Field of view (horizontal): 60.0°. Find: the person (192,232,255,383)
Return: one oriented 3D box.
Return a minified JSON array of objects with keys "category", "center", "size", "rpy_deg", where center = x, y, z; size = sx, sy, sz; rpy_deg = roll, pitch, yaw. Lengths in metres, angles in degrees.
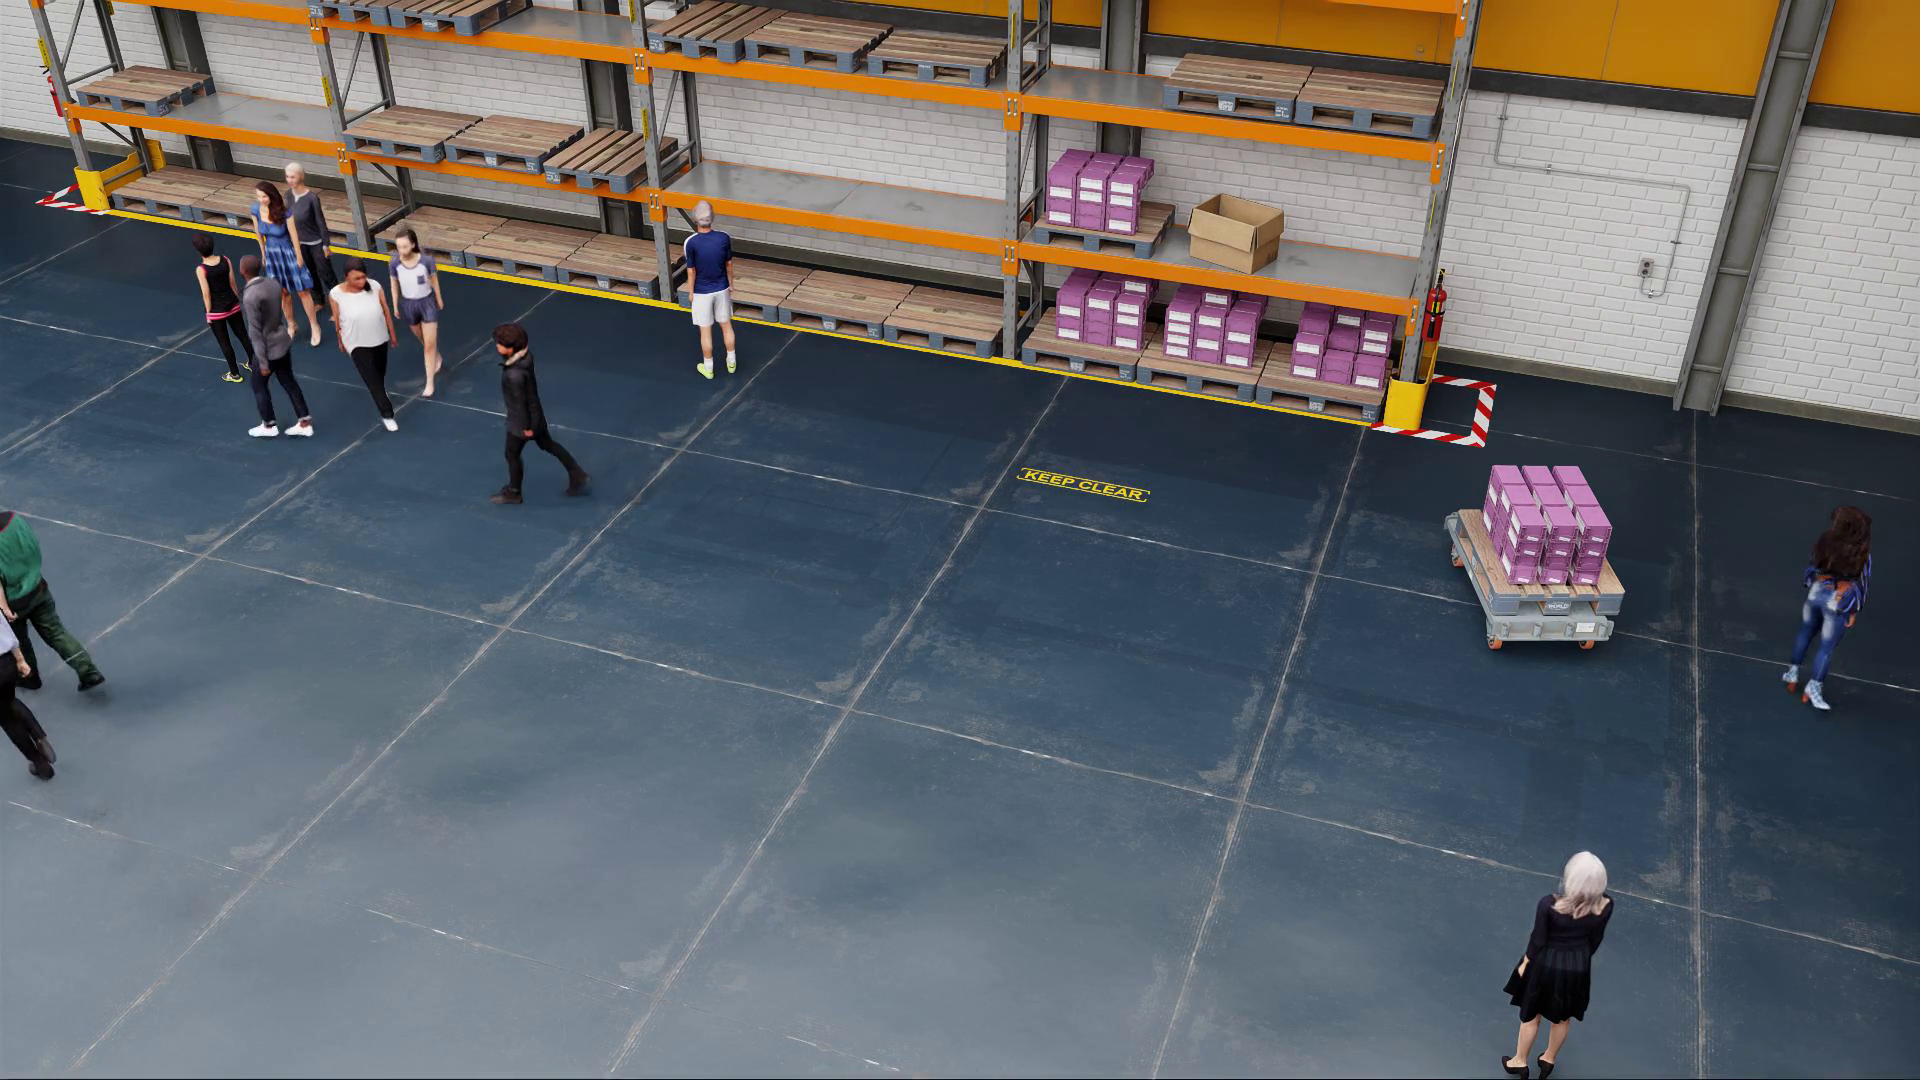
[{"category":"person","center":[-7.333,-2.328,16.539],"size":[0.556,1.551,0.582],"rpy_deg":[18,38,26]}]

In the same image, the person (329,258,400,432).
[{"category":"person","center":[-5.664,-1.933,15.860],"size":[1.068,1.644,1.262],"rpy_deg":[-23,40,-30]}]

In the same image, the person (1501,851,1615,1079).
[{"category":"person","center":[3.327,2.385,9.272],"size":[0.627,1.748,0.739],"rpy_deg":[-2,34,-3]}]

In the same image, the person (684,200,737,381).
[{"category":"person","center":[-2.475,-2.494,16.529],"size":[0.720,1.839,0.766],"rpy_deg":[-17,37,-24]}]

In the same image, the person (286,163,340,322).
[{"category":"person","center":[-6.895,-3.196,17.688],"size":[0.483,1.724,0.695],"rpy_deg":[14,36,21]}]

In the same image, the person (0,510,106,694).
[{"category":"person","center":[-6.831,0.401,12.199],"size":[1.071,1.810,0.610],"rpy_deg":[11,35,17]}]

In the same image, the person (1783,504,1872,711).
[{"category":"person","center":[6.412,0.500,12.228],"size":[0.841,1.613,0.755],"rpy_deg":[-11,35,-16]}]

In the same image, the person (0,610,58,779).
[{"category":"person","center":[-6.542,1.003,11.369],"size":[0.648,1.727,0.663],"rpy_deg":[17,37,23]}]

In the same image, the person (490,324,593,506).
[{"category":"person","center":[-3.702,-1.097,14.501],"size":[1.204,1.756,0.902],"rpy_deg":[-1,34,-1]}]

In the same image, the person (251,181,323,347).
[{"category":"person","center":[-6.939,-2.833,17.073],"size":[0.565,1.801,0.767],"rpy_deg":[7,34,11]}]

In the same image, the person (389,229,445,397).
[{"category":"person","center":[-5.320,-2.298,16.447],"size":[1.078,1.603,0.904],"rpy_deg":[1,34,1]}]

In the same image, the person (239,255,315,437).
[{"category":"person","center":[-6.308,-1.761,15.476],"size":[0.901,1.784,0.842],"rpy_deg":[4,34,6]}]
